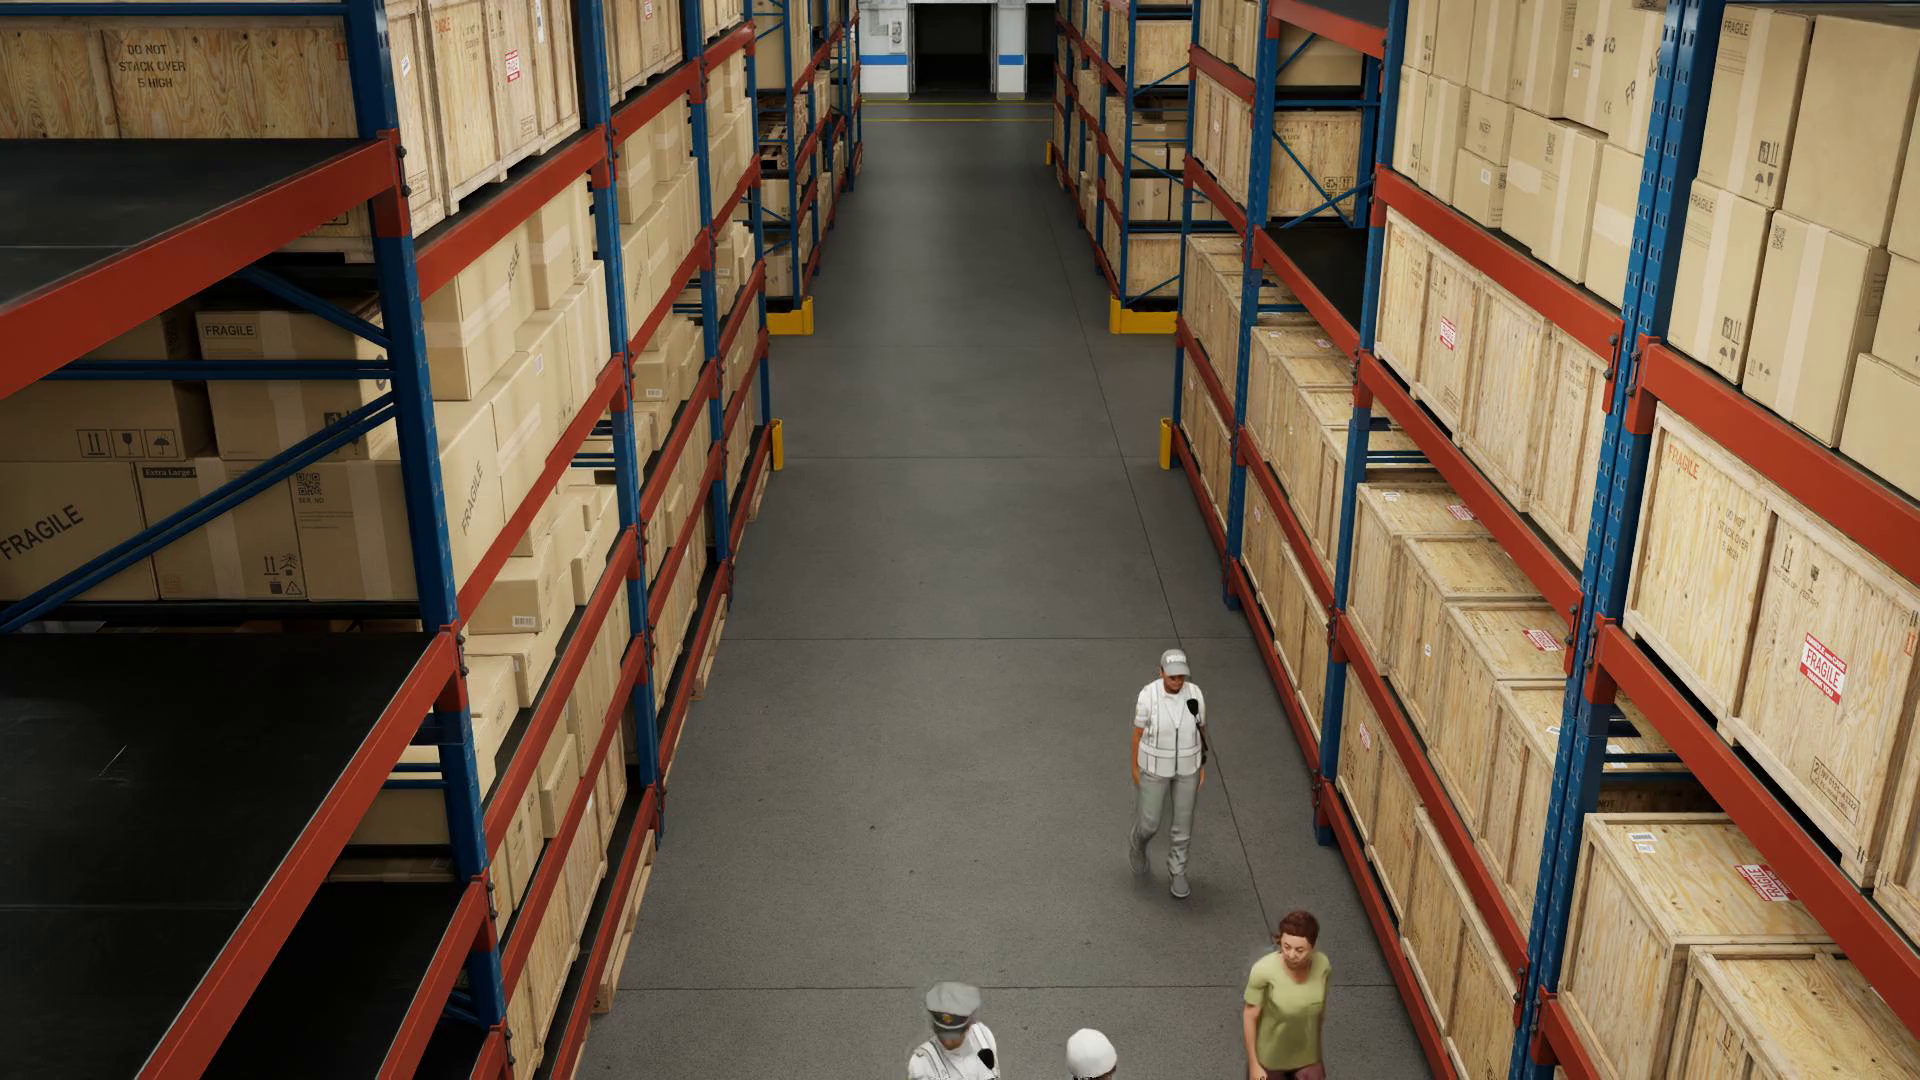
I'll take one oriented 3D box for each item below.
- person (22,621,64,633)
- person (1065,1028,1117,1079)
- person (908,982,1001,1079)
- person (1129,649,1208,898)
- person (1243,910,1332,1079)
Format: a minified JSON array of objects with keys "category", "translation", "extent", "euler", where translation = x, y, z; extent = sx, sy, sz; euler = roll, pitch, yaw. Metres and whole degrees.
[{"category":"person","translation":[-7.605,0.407,13.583],"extent":[0.497,1.651,0.685],"euler":[-3,22,-9]},{"category":"person","translation":[0.601,2.899,7.108],"extent":[0.592,1.777,0.548],"euler":[4,22,9]},{"category":"person","translation":[0.006,2.768,7.634],"extent":[0.502,1.671,0.697],"euler":[-16,27,-36]},{"category":"person","translation":[1.367,1.489,10.852],"extent":[0.476,1.670,0.533],"euler":[-3,22,-7]},{"category":"person","translation":[1.612,2.564,8.102],"extent":[0.471,1.655,0.837],"euler":[-2,22,-6]}]
